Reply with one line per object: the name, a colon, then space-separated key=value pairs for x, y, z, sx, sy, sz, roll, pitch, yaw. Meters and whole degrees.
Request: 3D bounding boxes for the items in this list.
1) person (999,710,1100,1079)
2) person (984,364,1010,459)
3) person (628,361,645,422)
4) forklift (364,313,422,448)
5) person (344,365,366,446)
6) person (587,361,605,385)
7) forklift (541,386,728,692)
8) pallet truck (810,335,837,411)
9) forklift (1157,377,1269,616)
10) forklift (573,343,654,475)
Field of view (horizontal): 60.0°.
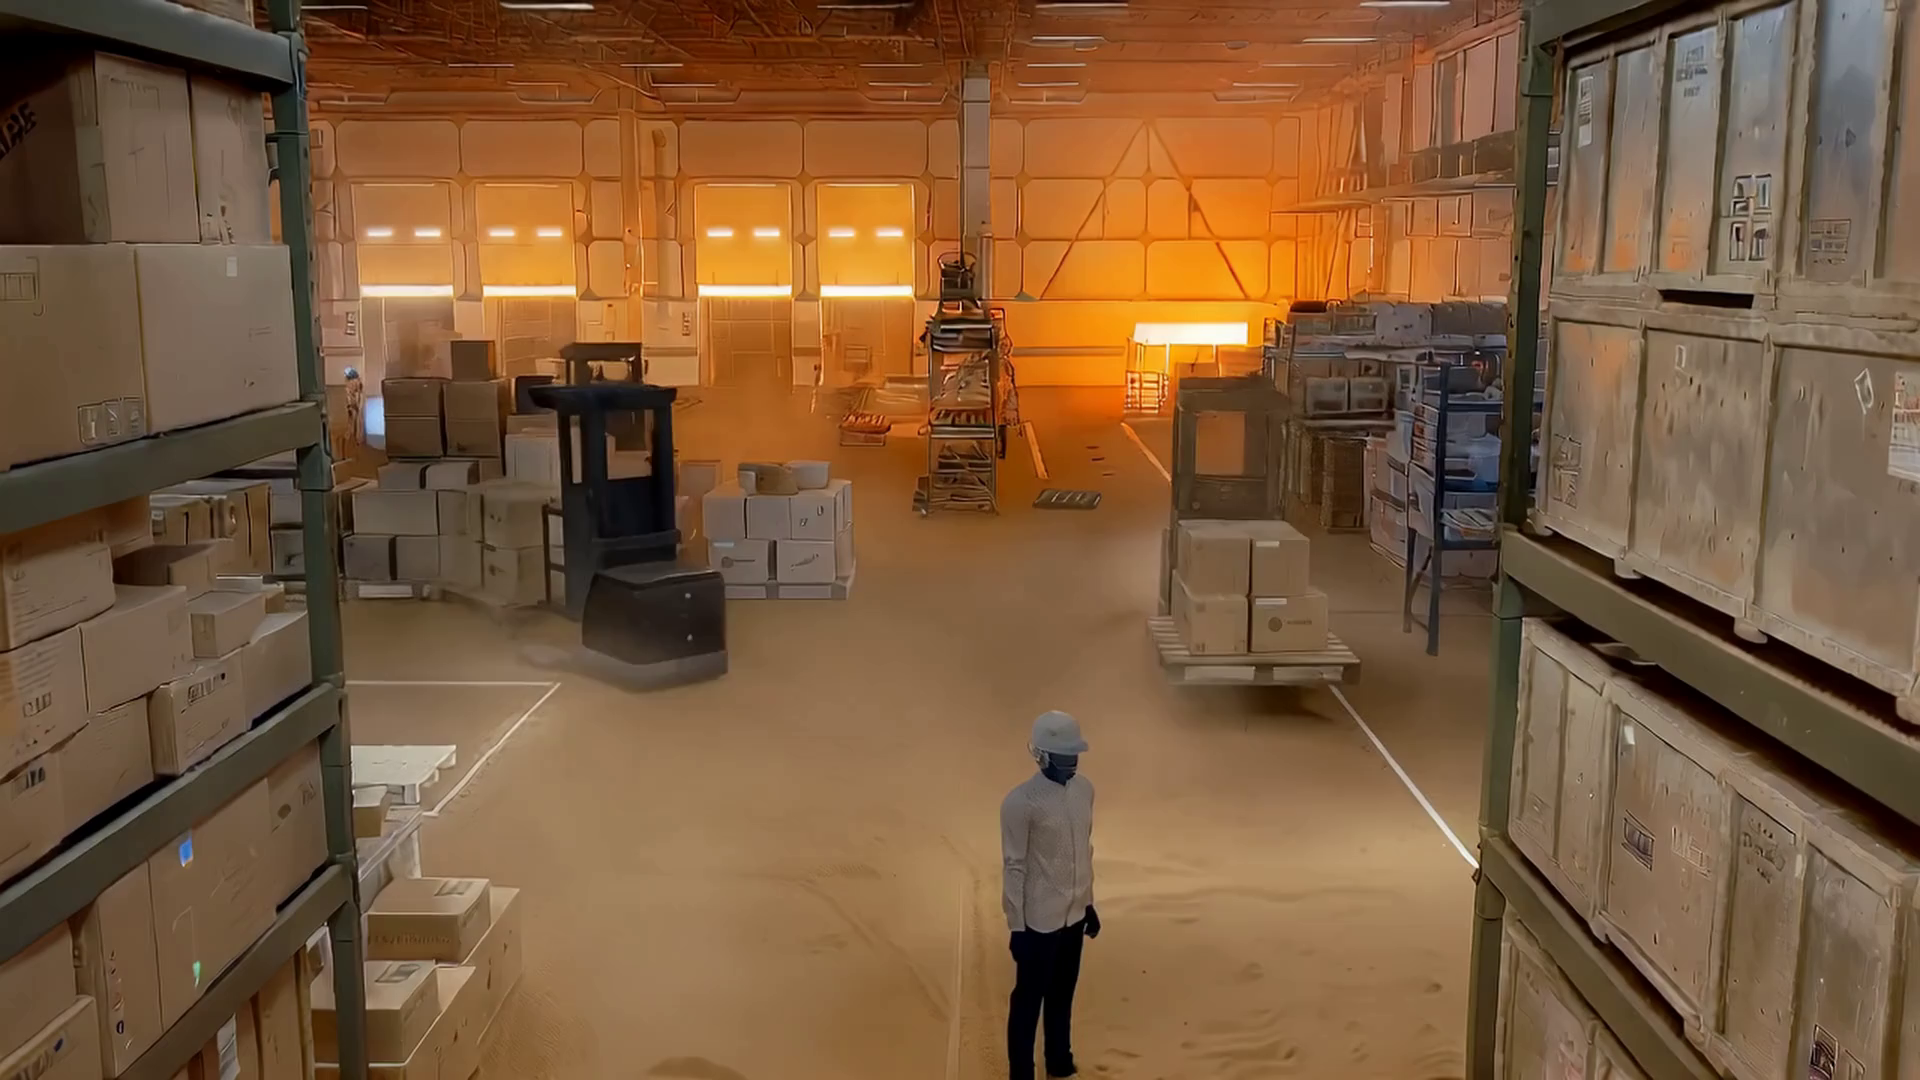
person: x=0.443 y=1.781 z=7.977 sx=0.376 sy=1.995 sz=0.612 roll=9 pitch=13 yaw=43
person: x=0.729 y=-2.581 z=33.355 sx=0.544 sy=1.932 sz=0.375 roll=4 pitch=10 yaw=20
person: x=-7.146 y=-3.174 z=36.733 sx=0.372 sy=1.940 sz=0.630 roll=-1 pitch=10 yaw=-5
forklift: x=-11.744 y=-3.437 z=35.529 sx=1.873 sy=2.768 sz=1.129 roll=-5 pitch=11 yaw=-28
person: x=-12.939 y=-2.868 z=35.526 sx=0.483 sy=1.745 sz=0.301 roll=3 pitch=10 yaw=19
person: x=-9.331 y=-3.970 z=42.354 sx=0.530 sy=1.577 sz=0.901 roll=5 pitch=11 yaw=28
forklift: x=-3.205 y=-0.093 z=16.239 sx=1.129 sy=2.768 sz=1.873 roll=-8 pitch=13 yaw=-39
pallet truck: x=-3.021 y=-4.312 z=43.126 sx=1.885 sy=1.965 sz=0.823 roll=3 pitch=10 yaw=17
forklift: x=2.730 y=-0.328 z=17.593 sx=1.129 sy=2.768 sz=1.873 roll=0 pitch=10 yaw=1
forklift: x=-5.085 y=-1.475 z=24.210 sx=1.129 sy=2.768 sz=1.873 roll=0 pitch=10 yaw=1
